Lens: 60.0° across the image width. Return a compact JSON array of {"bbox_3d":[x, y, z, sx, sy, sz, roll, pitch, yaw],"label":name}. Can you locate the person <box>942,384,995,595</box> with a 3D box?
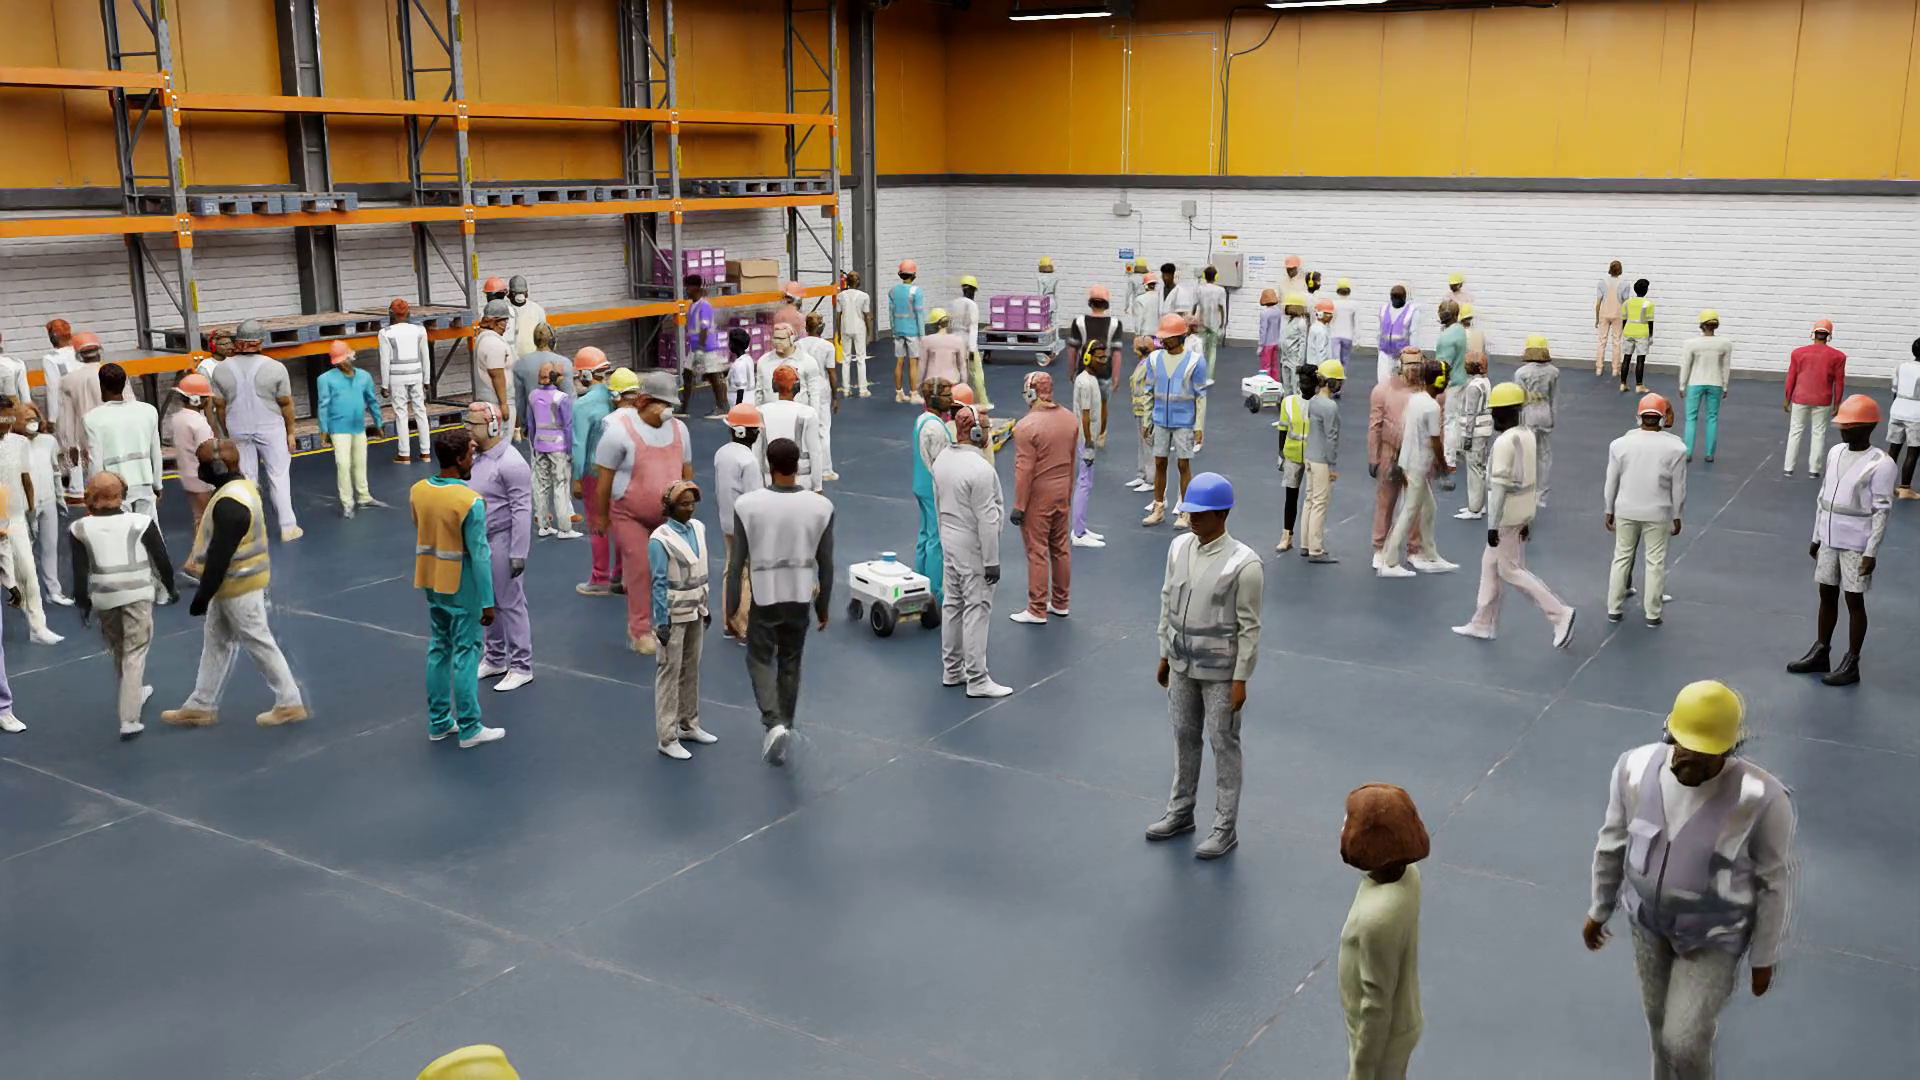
[{"bbox_3d":[0.001,-0.340,12.910,0.573,1.748,0.342,2,13,10],"label":"person"}]

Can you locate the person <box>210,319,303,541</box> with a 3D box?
[{"bbox_3d":[-6.371,-0.998,15.133,0.685,2.000,0.538,-1,13,-5],"label":"person"}]

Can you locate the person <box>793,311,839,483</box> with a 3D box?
[{"bbox_3d":[-1.558,-1.531,17.873,0.513,1.844,0.328,4,14,18],"label":"person"}]

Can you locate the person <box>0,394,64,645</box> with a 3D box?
[{"bbox_3d":[-6.848,-0.133,11.882,0.657,1.830,0.507,11,17,40],"label":"person"}]

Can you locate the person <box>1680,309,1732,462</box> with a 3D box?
[{"bbox_3d":[8.543,-1.769,19.111,0.525,1.759,0.346,3,13,11],"label":"person"}]

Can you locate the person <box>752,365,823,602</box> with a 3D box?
[{"bbox_3d":[-1.337,-0.432,13.024,0.572,1.883,0.355,4,14,17],"label":"person"}]

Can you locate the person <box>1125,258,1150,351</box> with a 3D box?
[{"bbox_3d":[3.187,-4.162,29.598,0.506,1.687,0.891,-3,13,-14],"label":"person"}]

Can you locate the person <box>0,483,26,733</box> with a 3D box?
[{"bbox_3d":[-5.942,0.258,9.933,0.366,1.926,0.594,11,17,40],"label":"person"}]

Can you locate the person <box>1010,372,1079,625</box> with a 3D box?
[{"bbox_3d":[0.601,-0.315,12.482,0.399,1.901,0.642,12,18,42],"label":"person"}]

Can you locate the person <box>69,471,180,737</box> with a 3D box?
[{"bbox_3d":[-5.118,0.364,10.212,0.522,1.591,0.842,-1,13,-6],"label":"person"}]

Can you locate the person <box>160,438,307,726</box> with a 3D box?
[{"bbox_3d":[-4.468,0.276,10.118,0.840,1.804,0.628,-5,14,-22],"label":"person"}]

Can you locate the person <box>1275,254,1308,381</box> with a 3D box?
[{"bbox_3d":[5.204,-3.479,26.049,0.618,1.979,0.494,9,16,35],"label":"person"}]

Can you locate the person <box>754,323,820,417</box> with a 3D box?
[{"bbox_3d":[-1.682,-1.136,16.030,0.655,1.906,0.407,4,13,15],"label":"person"}]

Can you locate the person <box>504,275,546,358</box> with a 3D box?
[{"bbox_3d":[-5.495,-2.308,20.817,0.684,2.000,0.535,-5,14,-19],"label":"person"}]

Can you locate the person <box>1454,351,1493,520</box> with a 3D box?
[{"bbox_3d":[4.991,-1.015,16.117,0.318,1.630,0.513,6,14,26],"label":"person"}]

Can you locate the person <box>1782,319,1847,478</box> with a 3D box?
[{"bbox_3d":[9.330,-1.547,18.186,0.576,1.737,0.355,5,14,22],"label":"person"}]

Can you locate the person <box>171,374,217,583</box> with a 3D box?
[{"bbox_3d":[-6.184,-0.481,13.550,0.431,1.741,0.569,-12,18,-43],"label":"person"}]

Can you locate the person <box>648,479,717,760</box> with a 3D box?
[{"bbox_3d":[-1.629,0.451,9.733,0.308,1.636,0.523,5,14,22],"label":"person"}]

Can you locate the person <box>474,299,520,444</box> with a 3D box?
[{"bbox_3d":[-4.744,-1.489,17.263,0.535,2.000,0.686,-6,14,-23],"label":"person"}]

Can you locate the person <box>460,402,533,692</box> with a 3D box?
[{"bbox_3d":[-3.083,0.038,10.926,0.651,1.911,0.404,11,17,41],"label":"person"}]

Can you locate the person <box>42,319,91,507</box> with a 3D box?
[{"bbox_3d":[-8.904,-1.270,16.659,0.356,1.884,0.572,4,14,17],"label":"person"}]

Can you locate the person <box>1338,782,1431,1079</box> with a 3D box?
[{"bbox_3d":[1.274,1.521,5.102,0.271,1.631,0.503,5,14,22],"label":"person"}]

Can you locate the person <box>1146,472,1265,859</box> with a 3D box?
[{"bbox_3d":[1.230,0.616,8.336,0.384,1.949,0.604,-11,17,-40],"label":"person"}]

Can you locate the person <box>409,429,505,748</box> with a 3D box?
[{"bbox_3d":[-2.990,0.293,9.834,0.591,1.913,0.398,9,16,33],"label":"person"}]

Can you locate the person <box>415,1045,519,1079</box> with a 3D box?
[{"bbox_3d":[-0.982,1.853,3.393,0.339,1.761,0.524,-6,14,-24],"label":"person"}]

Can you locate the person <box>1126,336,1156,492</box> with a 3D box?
[{"bbox_3d":[1.938,-1.324,17.431,0.312,1.638,0.512,-2,13,-7],"label":"person"}]

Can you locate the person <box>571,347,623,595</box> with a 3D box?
[{"bbox_3d":[-2.889,-0.554,13.322,0.405,1.988,0.613,7,15,27],"label":"person"}]

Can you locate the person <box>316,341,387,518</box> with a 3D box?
[{"bbox_3d":[-5.944,-1.099,16.311,0.420,1.719,0.666,9,16,34],"label":"person"}]

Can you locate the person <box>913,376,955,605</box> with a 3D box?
[{"bbox_3d":[-0.180,-0.328,12.661,0.345,1.844,0.507,-4,14,-18],"label":"person"}]

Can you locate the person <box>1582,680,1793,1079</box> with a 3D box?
[{"bbox_3d":[2.438,1.311,5.648,0.525,1.797,0.619,-9,16,-36],"label":"person"}]

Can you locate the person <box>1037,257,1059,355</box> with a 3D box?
[{"bbox_3d":[1.555,-4.113,29.352,0.386,1.735,0.581,12,18,43],"label":"person"}]

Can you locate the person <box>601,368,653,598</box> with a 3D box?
[{"bbox_3d":[-2.625,-0.453,13.227,0.404,1.833,0.592,9,16,34],"label":"person"}]

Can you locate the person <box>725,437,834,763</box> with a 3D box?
[{"bbox_3d":[-1.017,0.367,9.551,0.650,1.884,0.584,-4,14,-17],"label":"person"}]

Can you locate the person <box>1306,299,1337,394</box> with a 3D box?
[{"bbox_3d":[4.459,-2.108,20.587,0.340,1.748,0.563,1,13,4],"label":"person"}]

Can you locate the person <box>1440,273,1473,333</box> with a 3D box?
[{"bbox_3d":[7.570,-3.218,25.474,0.526,1.718,0.912,9,15,33],"label":"person"}]

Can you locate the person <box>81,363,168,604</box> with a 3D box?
[{"bbox_3d":[-6.419,-0.404,12.824,0.390,1.920,0.587,9,16,33],"label":"person"}]

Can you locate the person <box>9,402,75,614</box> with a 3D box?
[{"bbox_3d":[-7.122,-0.256,12.807,0.266,1.631,0.507,6,14,26],"label":"person"}]

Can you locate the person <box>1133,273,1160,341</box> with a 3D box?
[{"bbox_3d":[2.862,-3.159,25.142,0.573,1.746,0.345,-7,15,-26],"label":"person"}]

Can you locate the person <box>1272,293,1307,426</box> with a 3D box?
[{"bbox_3d":[4.269,-2.301,21.436,0.297,1.745,0.484,-4,14,-18],"label":"person"}]

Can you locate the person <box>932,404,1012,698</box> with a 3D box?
[{"bbox_3d":[0.086,0.070,10.799,0.409,1.908,0.639,-7,15,-29],"label":"person"}]

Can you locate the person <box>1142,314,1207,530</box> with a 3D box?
[{"bbox_3d":[1.990,-1.106,15.613,0.614,2.034,0.396,7,15,29],"label":"person"}]
